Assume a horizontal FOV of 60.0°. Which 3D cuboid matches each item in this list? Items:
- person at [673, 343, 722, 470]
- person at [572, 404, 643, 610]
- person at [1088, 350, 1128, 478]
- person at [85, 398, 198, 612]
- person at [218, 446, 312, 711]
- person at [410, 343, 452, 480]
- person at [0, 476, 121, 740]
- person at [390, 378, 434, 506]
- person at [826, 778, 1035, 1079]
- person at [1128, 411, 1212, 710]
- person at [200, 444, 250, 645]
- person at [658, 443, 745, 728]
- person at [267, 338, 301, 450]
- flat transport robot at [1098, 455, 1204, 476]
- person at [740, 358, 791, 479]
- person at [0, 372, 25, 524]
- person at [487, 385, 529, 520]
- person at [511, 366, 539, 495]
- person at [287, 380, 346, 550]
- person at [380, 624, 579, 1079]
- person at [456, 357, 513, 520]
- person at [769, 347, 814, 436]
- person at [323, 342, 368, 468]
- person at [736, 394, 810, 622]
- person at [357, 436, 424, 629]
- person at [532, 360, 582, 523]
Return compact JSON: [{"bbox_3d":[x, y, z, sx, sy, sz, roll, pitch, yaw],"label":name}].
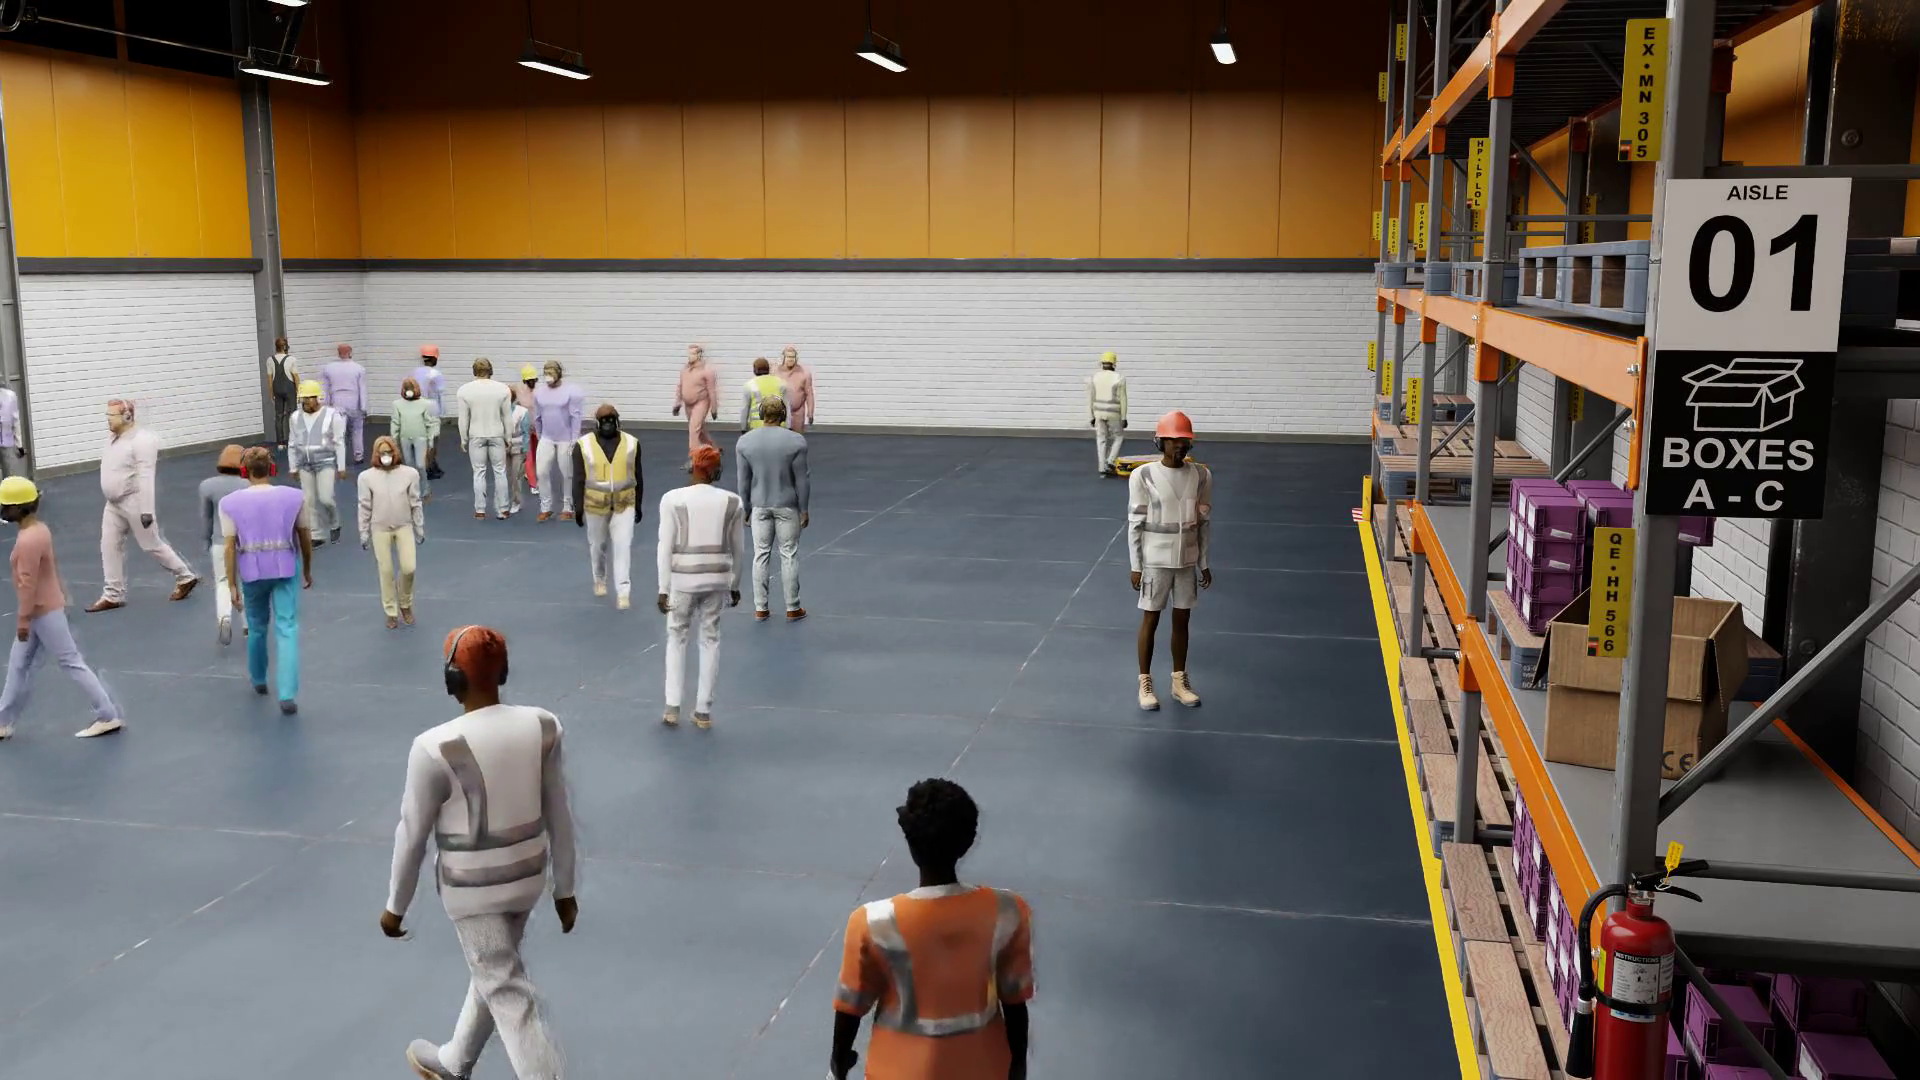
[{"bbox_3d":[-3.871,-2.001,24.780,0.630,1.876,0.895,8,13,41],"label":"person"},{"bbox_3d":[-3.155,-0.328,14.899,0.630,1.814,0.910,-3,10,-17],"label":"person"},{"bbox_3d":[2.108,-1.779,23.592,0.623,1.817,0.427,5,11,29],"label":"person"},{"bbox_3d":[-7.292,-0.333,14.740,0.652,1.875,0.927,6,11,33],"label":"person"},{"bbox_3d":[-4.770,0.248,11.472,0.573,1.793,0.985,-4,10,-24],"label":"person"},{"bbox_3d":[-7.427,-1.821,23.553,0.565,1.912,0.660,5,11,27],"label":"person"},{"bbox_3d":[-5.859,0.444,10.526,0.943,1.708,0.526,-4,10,-24],"label":"person"},{"bbox_3d":[-6.879,-1.220,20.861,0.509,1.613,0.583,0,9,1],"label":"person"},{"bbox_3d":[-0.094,1.454,4.584,0.549,1.644,0.865,-4,10,-22],"label":"person"},{"bbox_3d":[1.445,0.137,11.368,0.607,2.048,0.370,-3,10,-18],"label":"person"},{"bbox_3d":[-5.799,0.037,13.302,0.498,1.602,0.699,-4,10,-21],"label":"person"},{"bbox_3d":[-1.699,0.303,10.979,0.617,1.842,0.492,-4,10,-22],"label":"person"},{"bbox_3d":[-11.016,-2.377,27.146,0.505,1.839,0.344,0,9,-2],"label":"person"},{"bbox_3d":[2.779,-1.100,24.160,1.431,0.197,0.652,-5,11,-30],"label":"flat transport robot"},{"bbox_3d":[-2.607,-1.507,22.039,0.638,1.787,0.937,-6,11,-31],"label":"person"},{"bbox_3d":[-11.350,-1.147,19.523,0.685,1.910,0.598,6,11,31],"label":"person"},{"bbox_3d":[-5.444,-1.075,20.026,0.527,1.599,0.750,-2,10,-10],"label":"person"},{"bbox_3d":[-5.746,-1.493,22.235,0.558,1.705,0.953,-6,11,-32],"label":"person"},{"bbox_3d":[-6.854,-0.799,17.696,0.612,1.813,0.423,1,9,5],"label":"person"},{"bbox_3d":[-1.649,1.191,5.693,1.022,1.816,0.590,7,11,34],"label":"person"},{"bbox_3d":[-5.624,-1.195,19.730,0.629,1.937,0.376,-3,10,-19],"label":"person"},{"bbox_3d":[-2.432,-1.852,23.933,0.648,1.882,0.854,-1,10,-8],"label":"person"},{"bbox_3d":[-9.197,-2.021,24.906,0.646,1.873,0.949,-1,9,-6],"label":"person"},{"bbox_3d":[-1.574,-0.265,14.121,0.629,1.940,0.373,1,9,6],"label":"person"},{"bbox_3d":[-4.731,-0.059,13.840,0.520,1.617,0.370,-4,10,-21],"label":"person"},{"bbox_3d":[-4.737,-1.140,19.466,0.635,1.916,0.693,2,10,9],"label":"person"}]
